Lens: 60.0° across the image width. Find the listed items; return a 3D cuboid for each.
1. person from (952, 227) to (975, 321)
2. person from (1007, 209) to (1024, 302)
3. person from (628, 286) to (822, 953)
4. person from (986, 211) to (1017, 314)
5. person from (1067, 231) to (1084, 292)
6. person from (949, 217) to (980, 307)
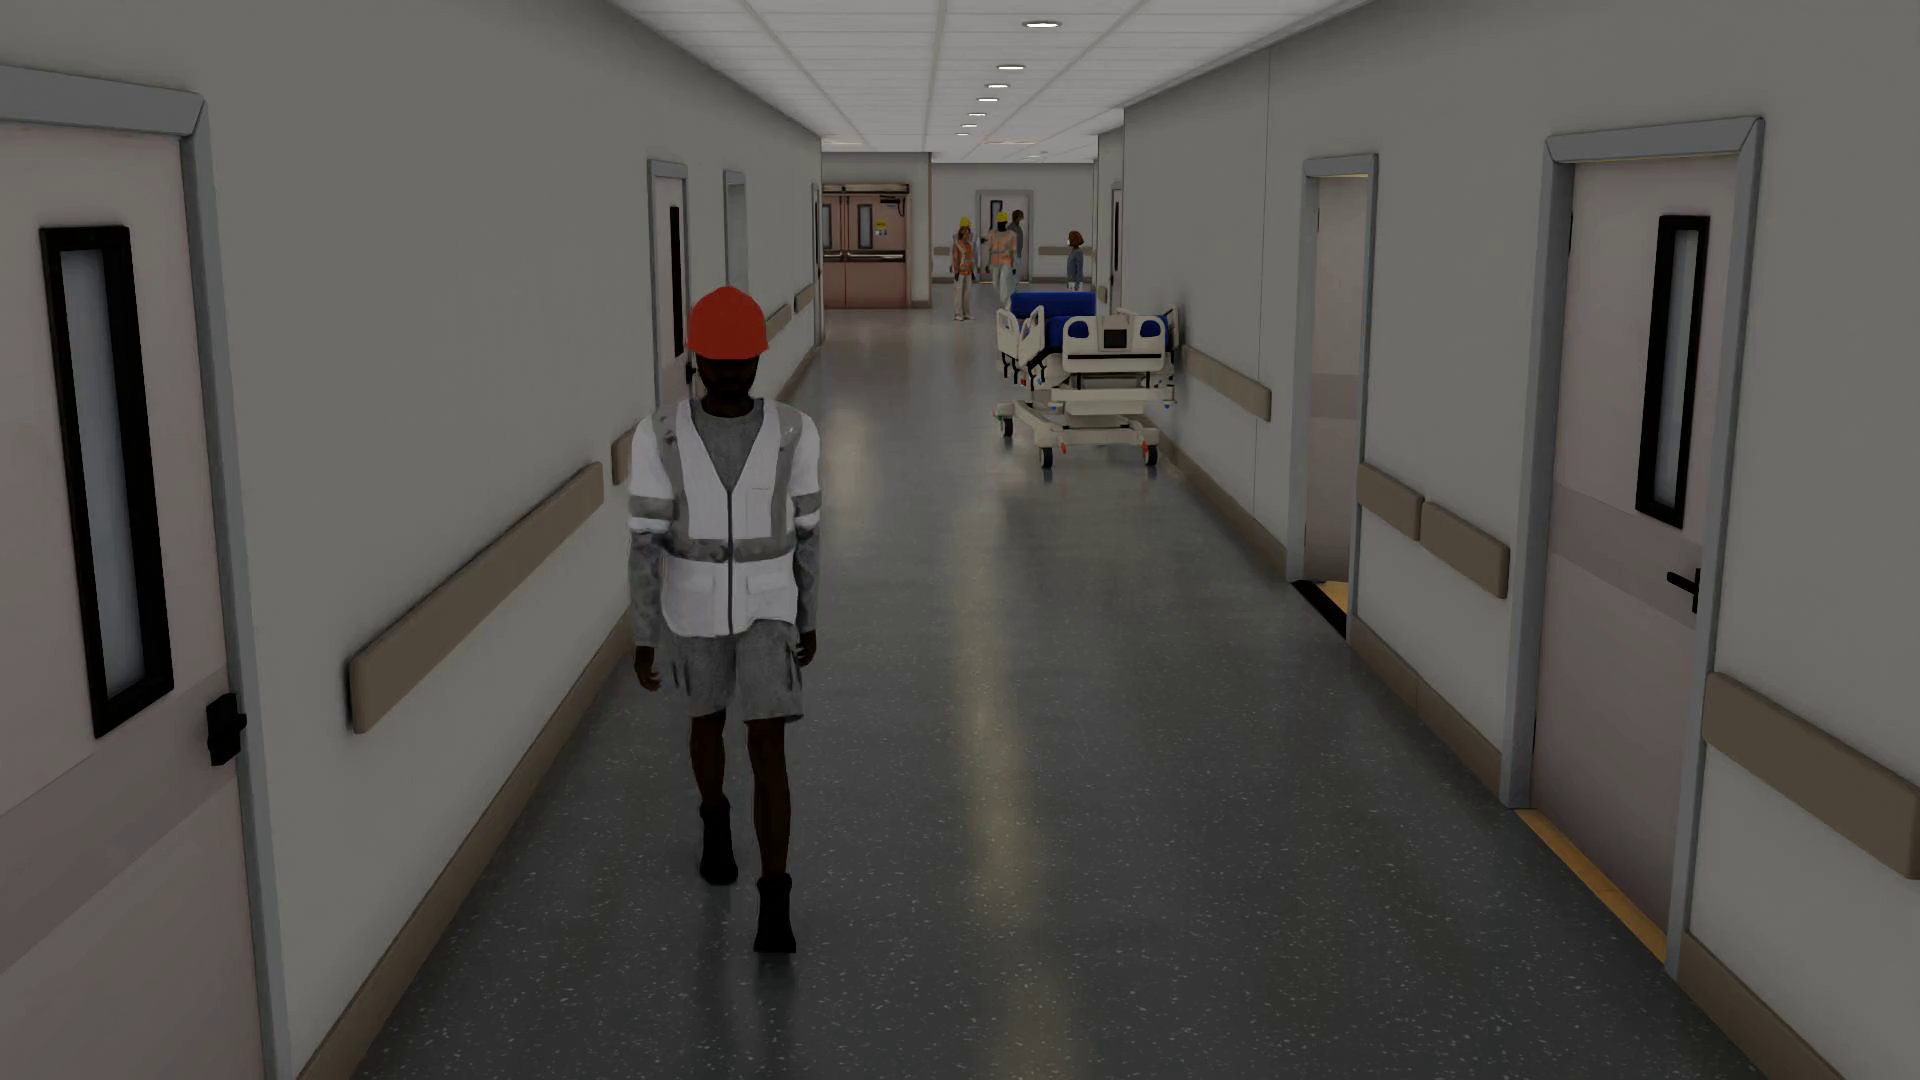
[{"bbox_3d":[0.062,-4.701,29.377,0.307,1.644,0.511,10,15,40],"label":"person"},{"bbox_3d":[1.090,-5.517,32.667,0.386,1.927,0.641,3,12,13],"label":"person"},{"bbox_3d":[-0.675,0.210,4.880,0.558,1.887,1.004,-2,12,-8],"label":"person"},{"bbox_3d":[0.820,-5.202,31.183,0.602,1.903,0.720,7,13,29],"label":"person"},{"bbox_3d":[1.804,-4.060,26.277,0.285,1.633,0.500,-3,12,-14],"label":"person"},{"bbox_3d":[0.100,-5.443,32.682,0.595,1.785,0.945,2,12,12],"label":"person"}]
